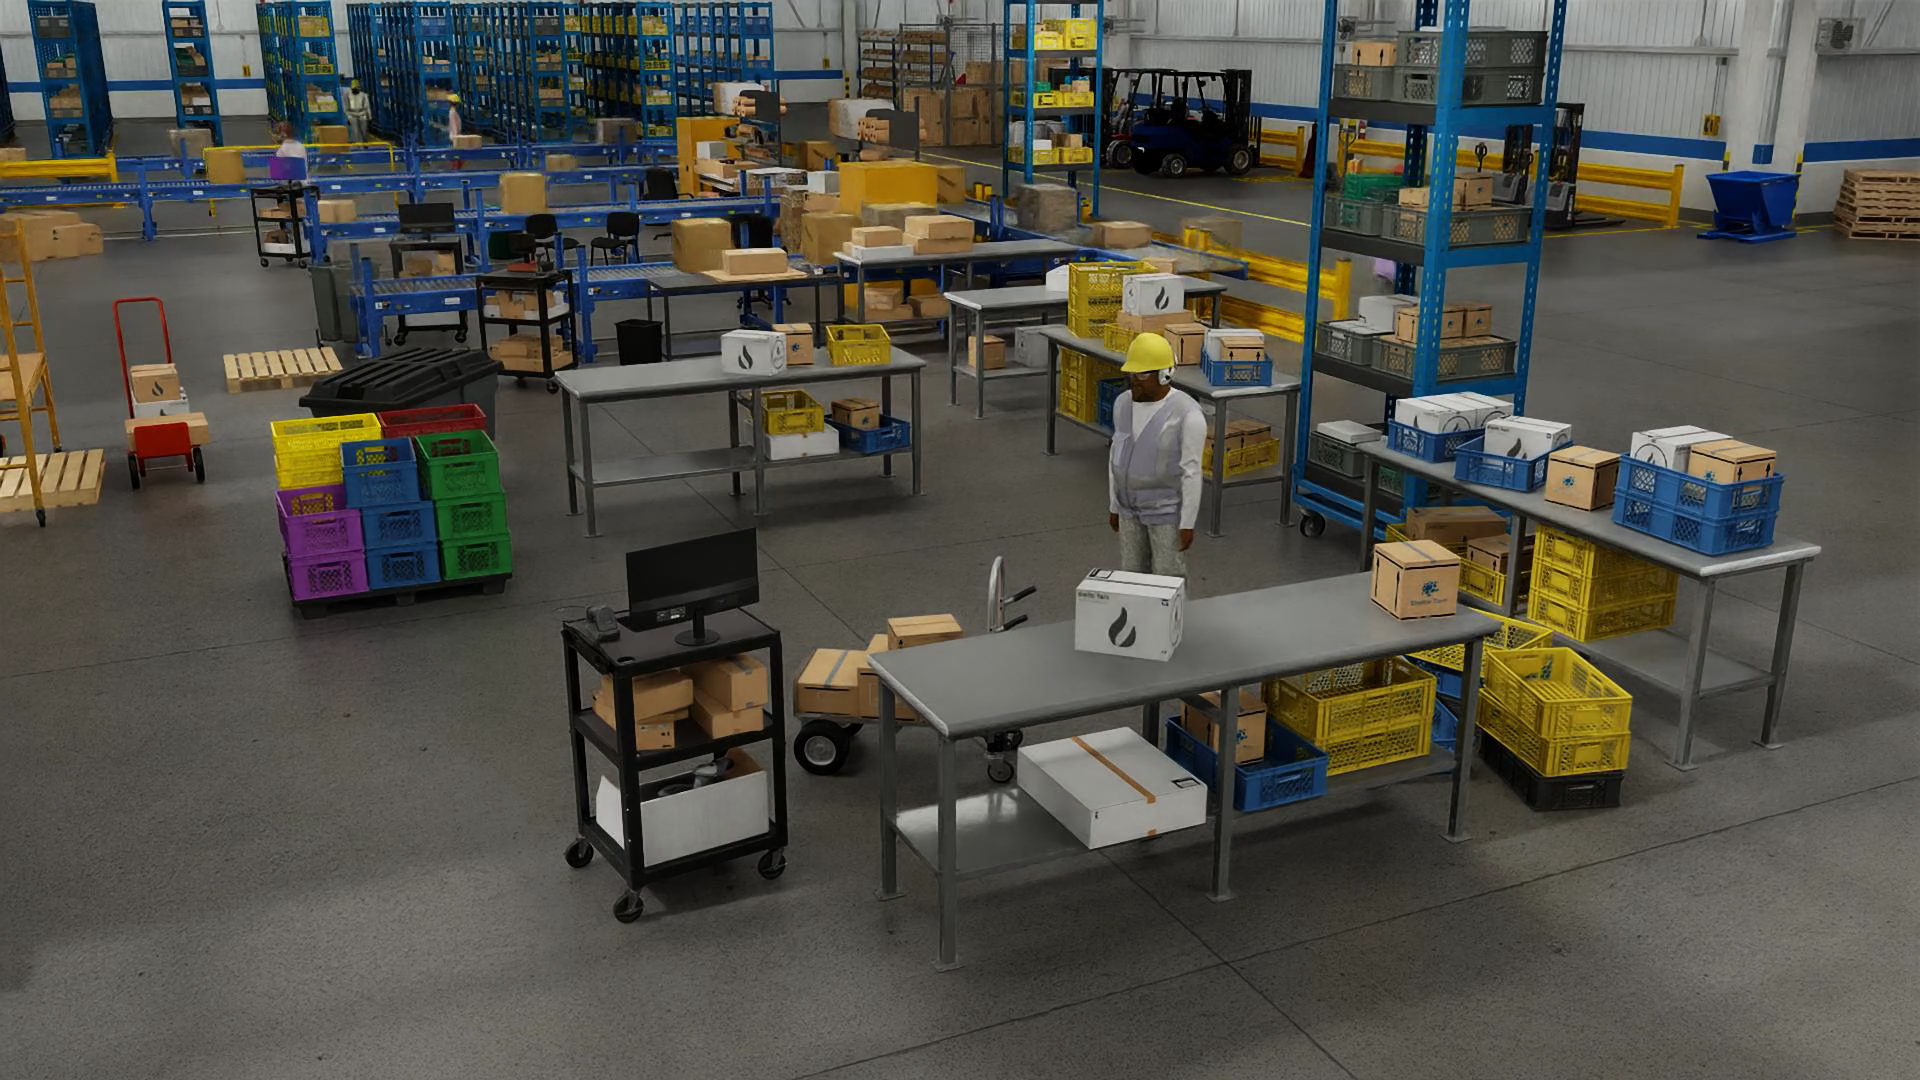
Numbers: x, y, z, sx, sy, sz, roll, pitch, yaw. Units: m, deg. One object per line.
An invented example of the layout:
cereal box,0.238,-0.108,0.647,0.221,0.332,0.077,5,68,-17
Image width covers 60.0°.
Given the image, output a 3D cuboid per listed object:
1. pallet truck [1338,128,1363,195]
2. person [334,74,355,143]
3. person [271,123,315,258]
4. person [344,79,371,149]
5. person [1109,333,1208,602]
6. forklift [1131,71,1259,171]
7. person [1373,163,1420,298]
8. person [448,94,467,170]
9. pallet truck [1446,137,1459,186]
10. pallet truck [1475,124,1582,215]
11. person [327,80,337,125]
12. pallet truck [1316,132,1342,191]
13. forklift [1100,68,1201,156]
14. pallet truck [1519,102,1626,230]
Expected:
pallet truck,7.845,-7.140,31.411,1.522,1.261,0.704,-9,20,-25
person,-16.476,-11.416,44.034,0.763,1.823,0.581,-7,19,-22
person,-9.447,-4.926,23.478,0.634,1.877,0.696,4,18,11
person,-14.737,-10.373,40.757,0.599,1.809,0.794,-5,18,-15
person,0.985,-0.169,8.597,0.404,1.823,0.596,-16,23,-40
forklift,4.998,-8.936,35.413,2.680,1.987,1.157,-9,20,-25
person,4.217,-2.568,15.877,0.878,1.983,0.676,-8,19,-24
person,-10.265,-8.211,34.011,0.350,1.753,0.553,-5,18,-15
pallet truck,9.184,-6.485,29.328,1.630,1.274,0.653,-8,19,-23
pallet truck,9.707,-6.455,28.103,1.885,1.965,0.823,-7,19,-20
person,-17.693,-12.393,46.809,0.374,1.997,0.614,-15,23,-39
pallet truck,7.723,-7.504,32.656,1.601,1.201,0.680,-8,19,-23
forklift,4.082,-9.564,37.410,2.680,1.987,1.157,-8,19,-23
pallet truck,9.972,-6.037,26.785,1.885,1.965,0.823,-9,20,-25
